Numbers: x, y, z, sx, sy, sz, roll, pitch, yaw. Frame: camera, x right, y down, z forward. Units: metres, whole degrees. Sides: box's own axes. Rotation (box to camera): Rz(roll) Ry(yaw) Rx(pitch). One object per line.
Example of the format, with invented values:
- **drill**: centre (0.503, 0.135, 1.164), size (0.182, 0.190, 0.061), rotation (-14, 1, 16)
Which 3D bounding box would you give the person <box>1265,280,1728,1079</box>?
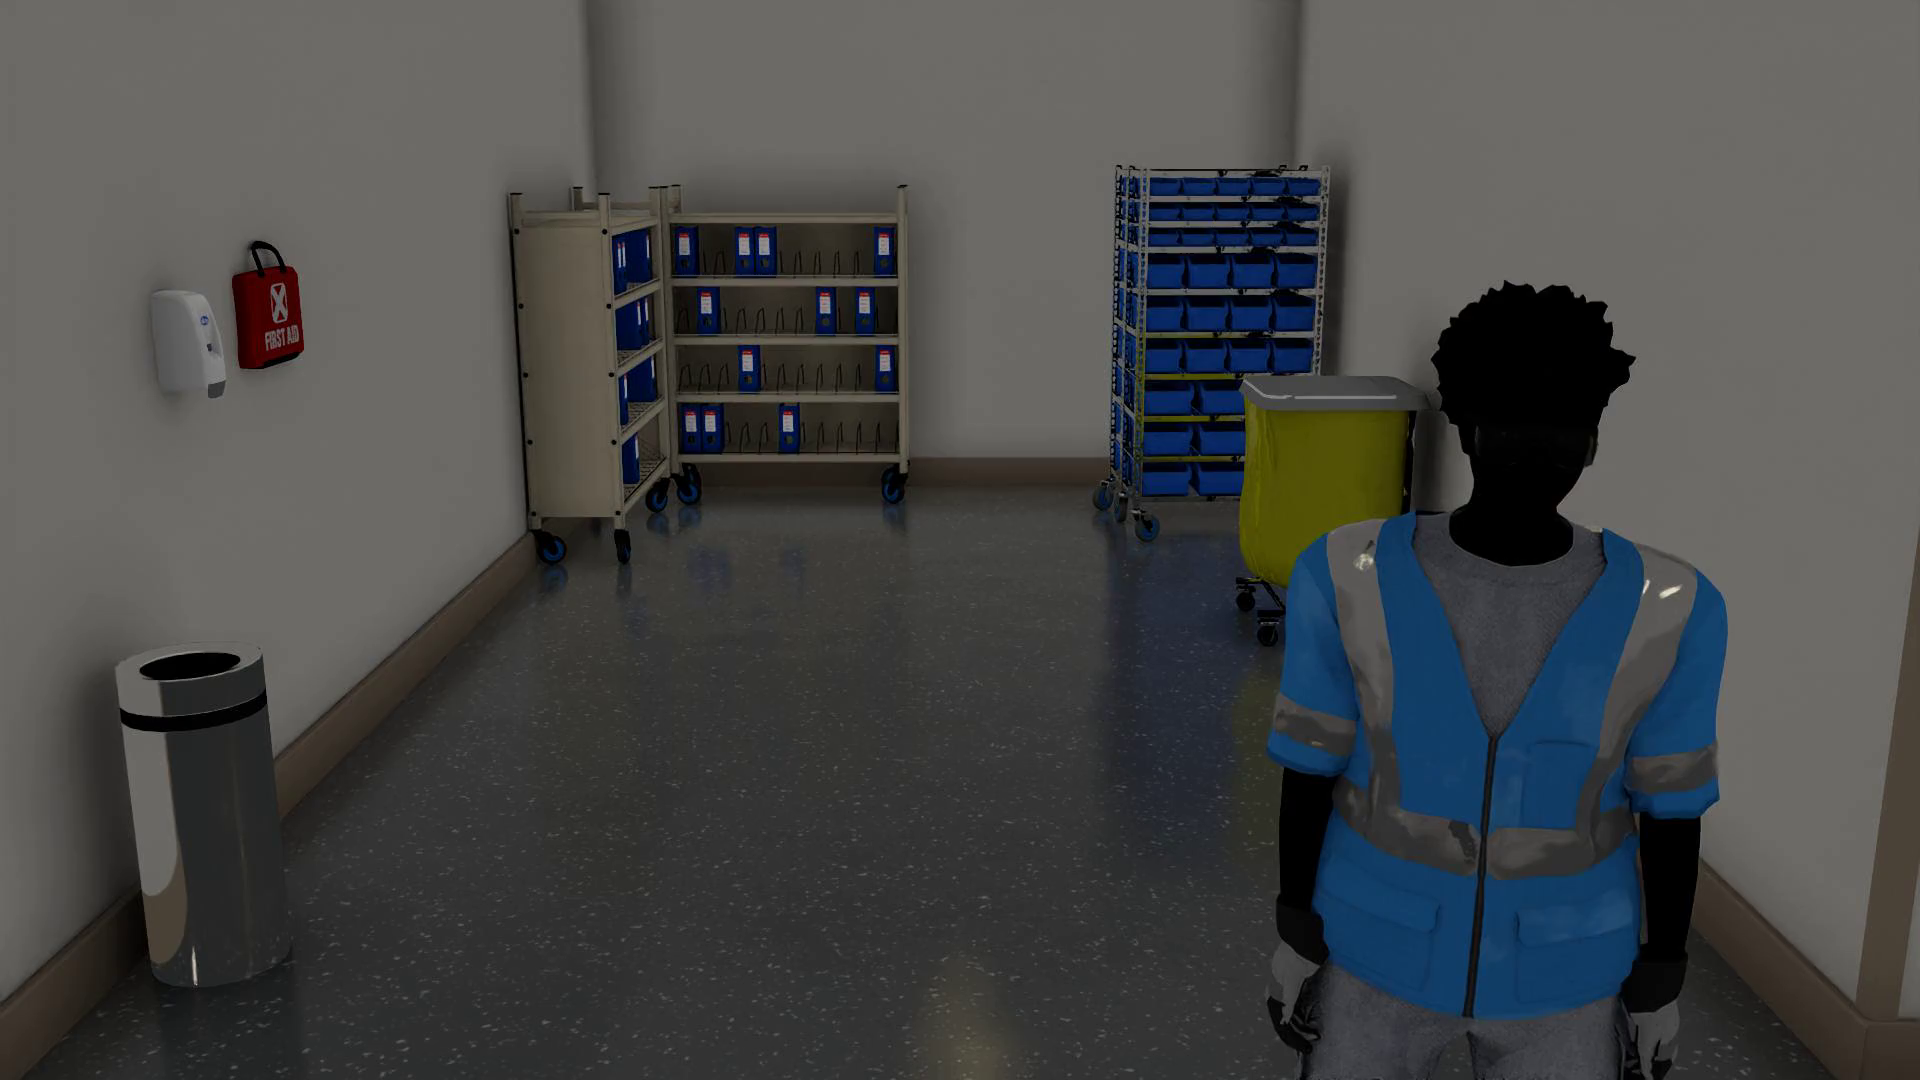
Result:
- **person**: centre (0.645, 0.525, 2.093), size (0.535, 1.694, 0.319), rotation (3, 14, 14)
